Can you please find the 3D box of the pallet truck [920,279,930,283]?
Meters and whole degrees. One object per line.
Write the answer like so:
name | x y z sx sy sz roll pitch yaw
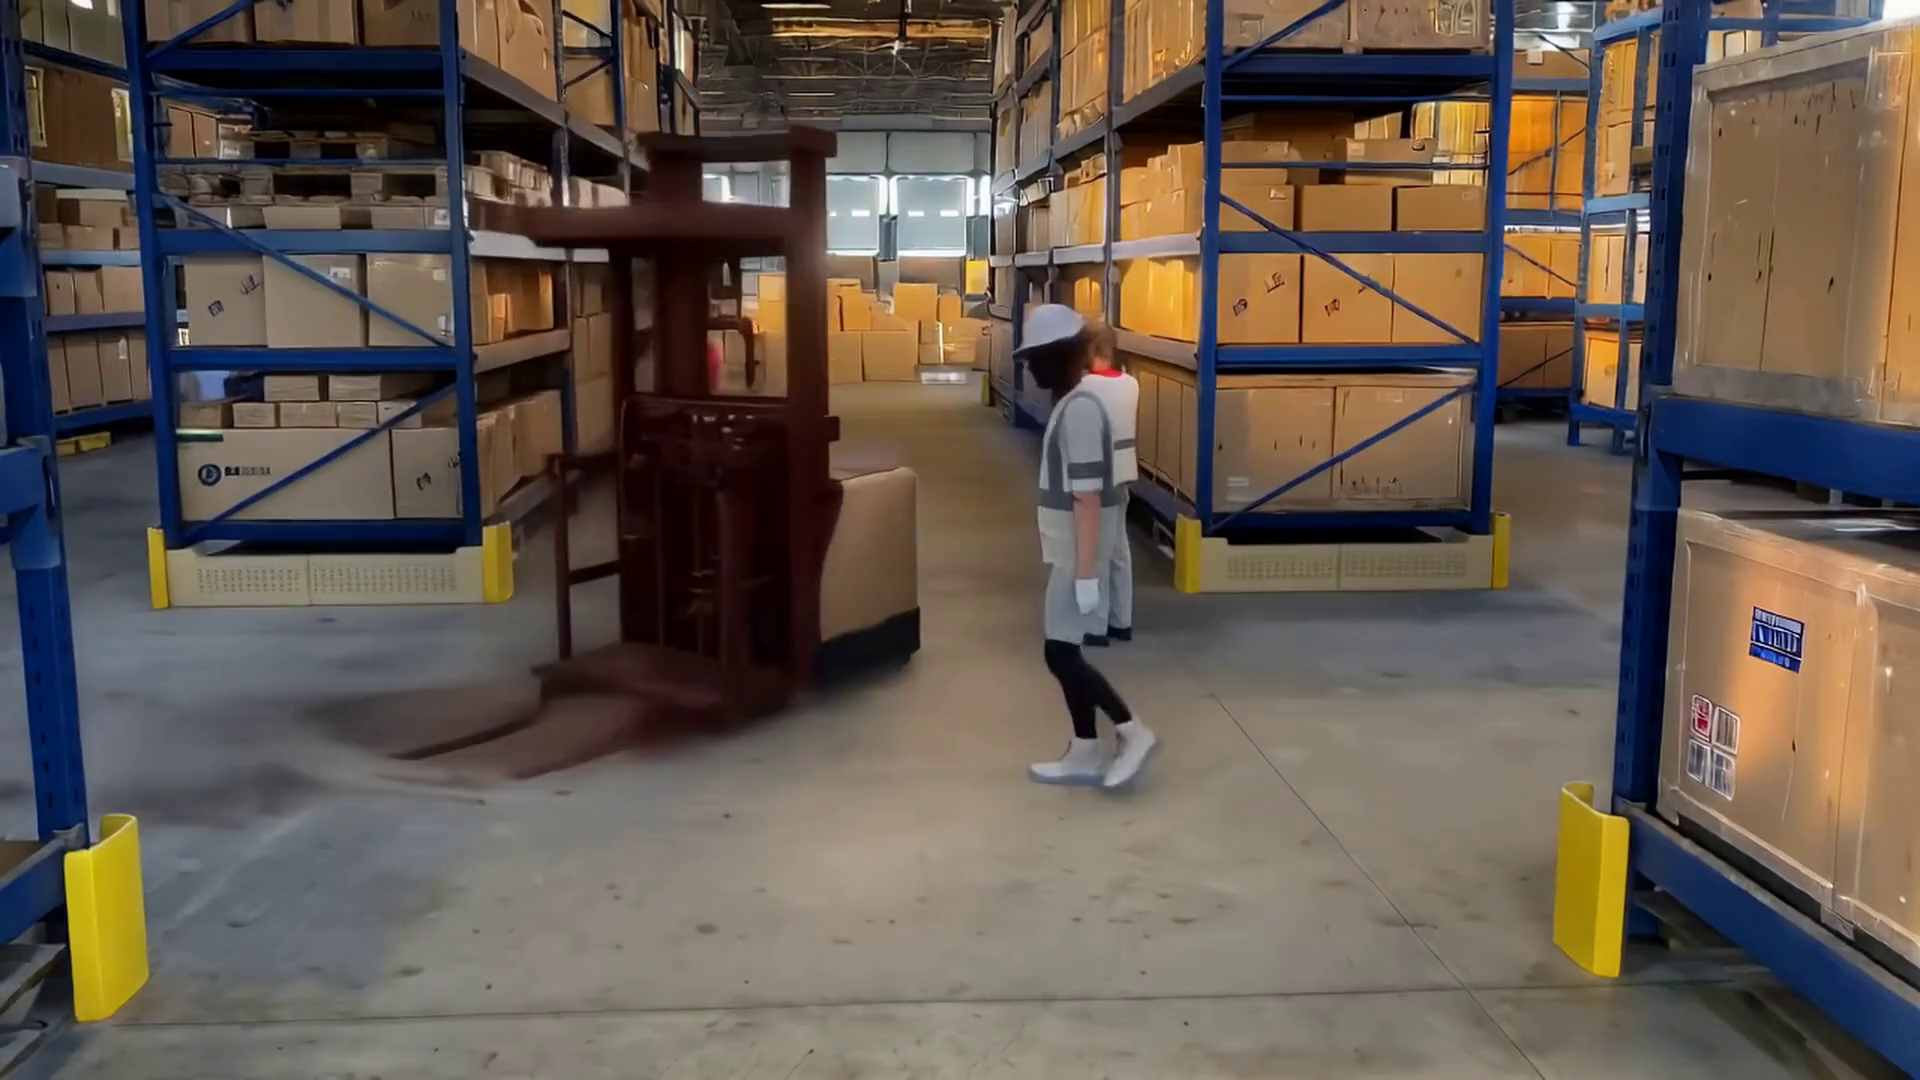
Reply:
pallet truck | -0.932 -8.922 63.114 1.885 1.965 0.823 2 9 13

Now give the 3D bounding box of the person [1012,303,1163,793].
person | 0.505 0.051 6.742 0.594 2.008 0.645 0 9 -1

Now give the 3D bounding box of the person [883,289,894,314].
person | -2.522 -8.061 58.876 0.531 1.620 0.506 4 10 25

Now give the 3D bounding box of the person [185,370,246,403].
person | -6.358 -0.964 14.305 0.534 1.623 0.370 -1 9 -6

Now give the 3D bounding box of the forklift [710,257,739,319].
forklift | -8.368 -8.713 59.038 1.129 2.768 1.873 -1 9 -4

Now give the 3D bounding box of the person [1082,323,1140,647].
person | 0.822 -0.308 9.503 0.372 1.843 0.570 8 12 40

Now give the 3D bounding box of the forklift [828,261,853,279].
forklift | -4.124 -8.499 57.697 1.129 2.768 1.873 0 9 0

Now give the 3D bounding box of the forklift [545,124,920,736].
forklift | -1.078 -0.644 8.373 1.129 2.768 1.873 5 10 27
